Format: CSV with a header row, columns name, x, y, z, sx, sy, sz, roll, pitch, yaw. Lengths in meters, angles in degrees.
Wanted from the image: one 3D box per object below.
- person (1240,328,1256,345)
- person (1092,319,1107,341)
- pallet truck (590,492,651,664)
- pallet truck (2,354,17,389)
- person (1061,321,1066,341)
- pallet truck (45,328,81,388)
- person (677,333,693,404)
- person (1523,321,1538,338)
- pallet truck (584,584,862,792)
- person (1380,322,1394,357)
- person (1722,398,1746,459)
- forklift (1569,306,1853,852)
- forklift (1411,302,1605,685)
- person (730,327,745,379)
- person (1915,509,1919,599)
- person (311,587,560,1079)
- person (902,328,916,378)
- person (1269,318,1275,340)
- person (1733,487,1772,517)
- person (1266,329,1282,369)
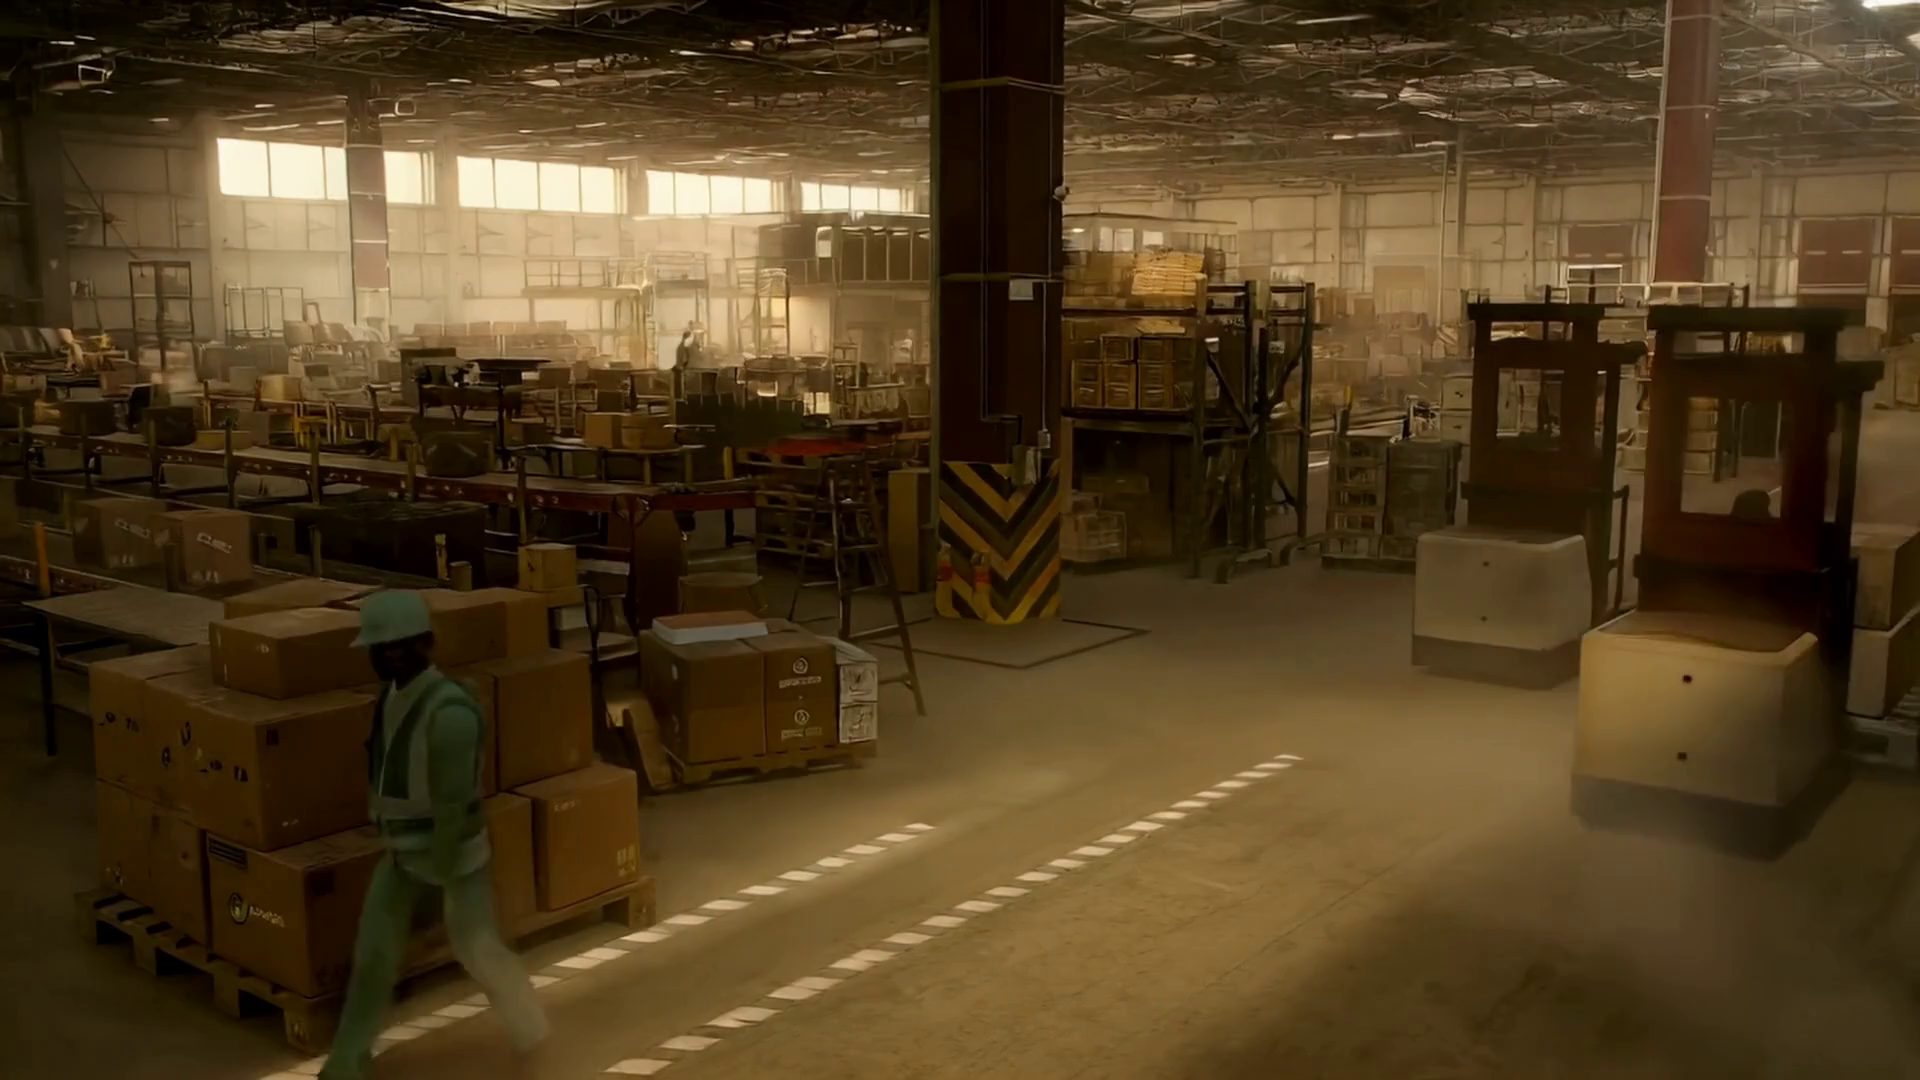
name,x,y,z,sx,sy,sz,roll,pitch,yaw
person,11.516,-7.903,66.508,0.626,1.904,1.006,2,9,15
person,4.879,-6.584,57.099,0.707,2.000,0.545,-7,11,-38
pallet truck,-3.115,0.344,12.883,0.653,1.274,1.630,7,11,37
pallet truck,-24.881,-4.417,42.634,1.885,1.965,0.823,8,11,41
person,3.612,-7.069,60.750,0.594,1.925,0.369,-3,9,-17
pallet truck,-23.775,-4.544,43.495,1.885,1.965,0.823,6,10,35
person,-7.269,-4.507,43.677,0.334,1.871,0.521,-5,10,-29
person,24.800,-8.714,72.285,0.652,1.801,0.946,1,8,7
pallet truck,-1.426,0.805,10.019,1.601,1.201,0.680,-4,9,-26
person,16.201,-7.376,63.183,0.626,1.831,0.374,6,11,37
person,13.593,-2.271,29.190,0.321,1.693,0.530,-1,9,-9
forklift,4.260,0.100,9.227,1.129,2.768,1.873,6,11,37
forklift,4.379,-0.438,12.852,1.129,2.768,1.873,7,11,37
person,-7.498,-6.297,56.090,0.532,1.768,0.311,1,8,4
person,9.165,-0.332,15.500,0.642,1.876,0.771,0,8,1
person,-1.897,1.099,5.843,0.623,1.882,1.012,8,11,42
person,-1.551,-5.437,49.946,0.595,1.869,0.597,7,11,41
person,11.221,-7.003,60.004,0.613,2.019,0.601,0,8,0
person,4.908,0.510,10.432,0.536,1.696,0.322,-4,9,-24
person,8.750,-4.974,46.731,0.572,1.901,0.445,3,9,18
